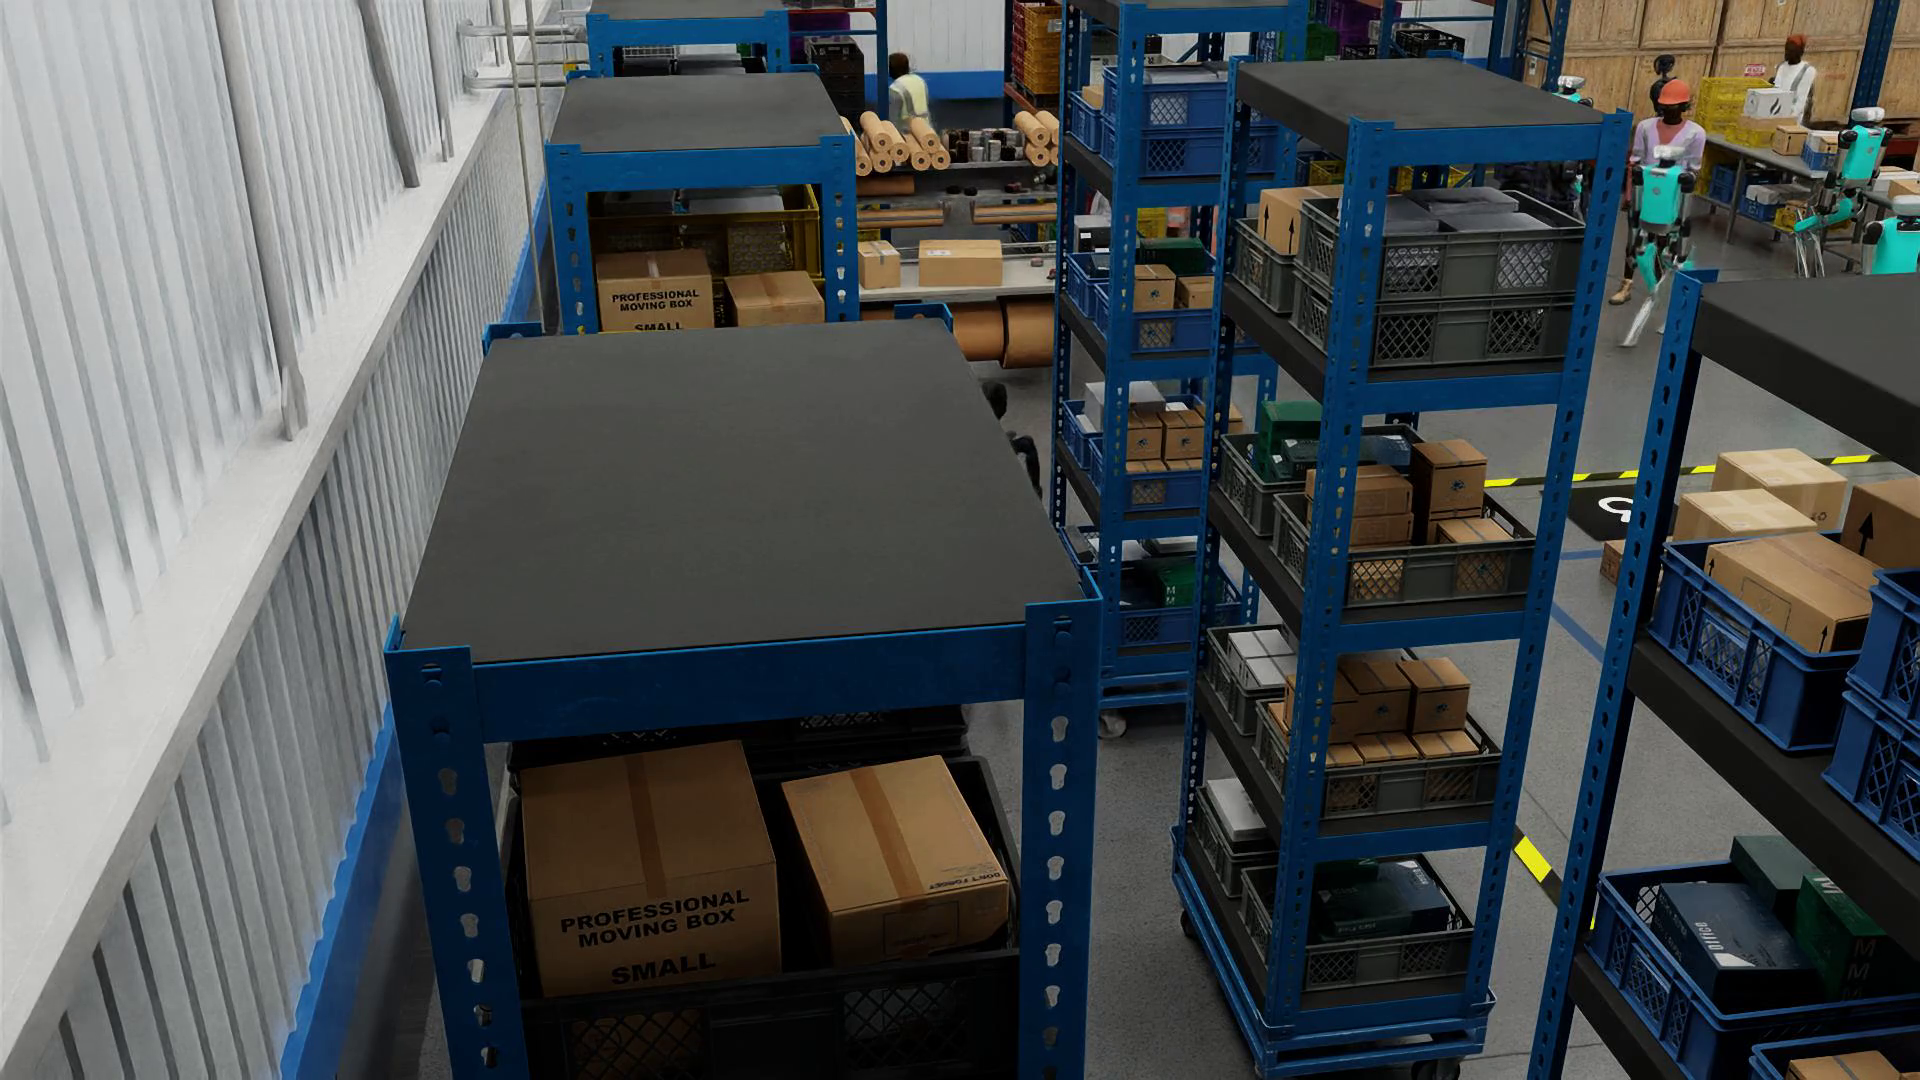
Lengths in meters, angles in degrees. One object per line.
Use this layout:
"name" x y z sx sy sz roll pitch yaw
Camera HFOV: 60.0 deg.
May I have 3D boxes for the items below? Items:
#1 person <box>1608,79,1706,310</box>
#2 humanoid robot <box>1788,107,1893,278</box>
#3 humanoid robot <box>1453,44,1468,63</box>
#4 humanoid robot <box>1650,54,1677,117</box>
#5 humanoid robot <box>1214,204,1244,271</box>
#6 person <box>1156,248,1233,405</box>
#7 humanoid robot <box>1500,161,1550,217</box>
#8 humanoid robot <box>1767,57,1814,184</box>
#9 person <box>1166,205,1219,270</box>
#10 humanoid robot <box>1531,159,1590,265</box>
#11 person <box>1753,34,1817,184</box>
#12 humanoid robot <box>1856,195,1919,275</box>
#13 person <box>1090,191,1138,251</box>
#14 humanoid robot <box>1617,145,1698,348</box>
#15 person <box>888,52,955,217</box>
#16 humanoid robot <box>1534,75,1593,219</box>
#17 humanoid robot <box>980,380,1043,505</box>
"person" 6.241 -3.072 14.857 0.607 2.044 0.392 18 30 33
"humanoid robot" 7.975 -3.159 15.248 0.533 1.677 0.735 -8 26 -16
"humanoid robot" 5.243 -4.660 18.701 0.770 1.808 0.542 8 26 18
"humanoid robot" 7.812 -4.536 18.477 0.426 1.636 0.608 12 27 24
"humanoid robot" 2.005 -2.417 13.804 0.544 1.793 0.648 19 31 36
"person" 1.430 -1.033 10.702 0.595 1.811 0.835 -3 25 -6
"humanoid robot" 5.466 -3.487 16.202 0.405 1.640 0.583 -15 29 -30
"humanoid robot" 9.304 -4.646 18.732 0.603 1.637 0.457 1 25 2
"person" 1.825 -2.277 13.243 0.617 1.955 0.387 -21 32 -37
"humanoid robot" 5.421 -2.915 14.981 0.607 1.639 0.609 -5 25 -10
"person" 9.138 -4.686 18.589 0.847 1.849 0.579 -9 26 -19
"humanoid robot" 6.647 -1.549 11.747 0.533 1.677 0.735 0 25 1
"person" 1.270 -2.495 13.848 0.403 1.834 0.588 2 25 5
"humanoid robot" 5.913 -2.452 13.914 1.034 1.757 0.545 -20 32 -37
"person" -0.465 -4.319 17.889 0.899 1.788 0.633 11 27 23
"humanoid robot" 6.130 -3.847 16.742 0.735 1.677 0.533 -22 33 -39
"humanoid robot" 0.166 -0.042 8.698 0.585 1.640 0.358 7 26 15
